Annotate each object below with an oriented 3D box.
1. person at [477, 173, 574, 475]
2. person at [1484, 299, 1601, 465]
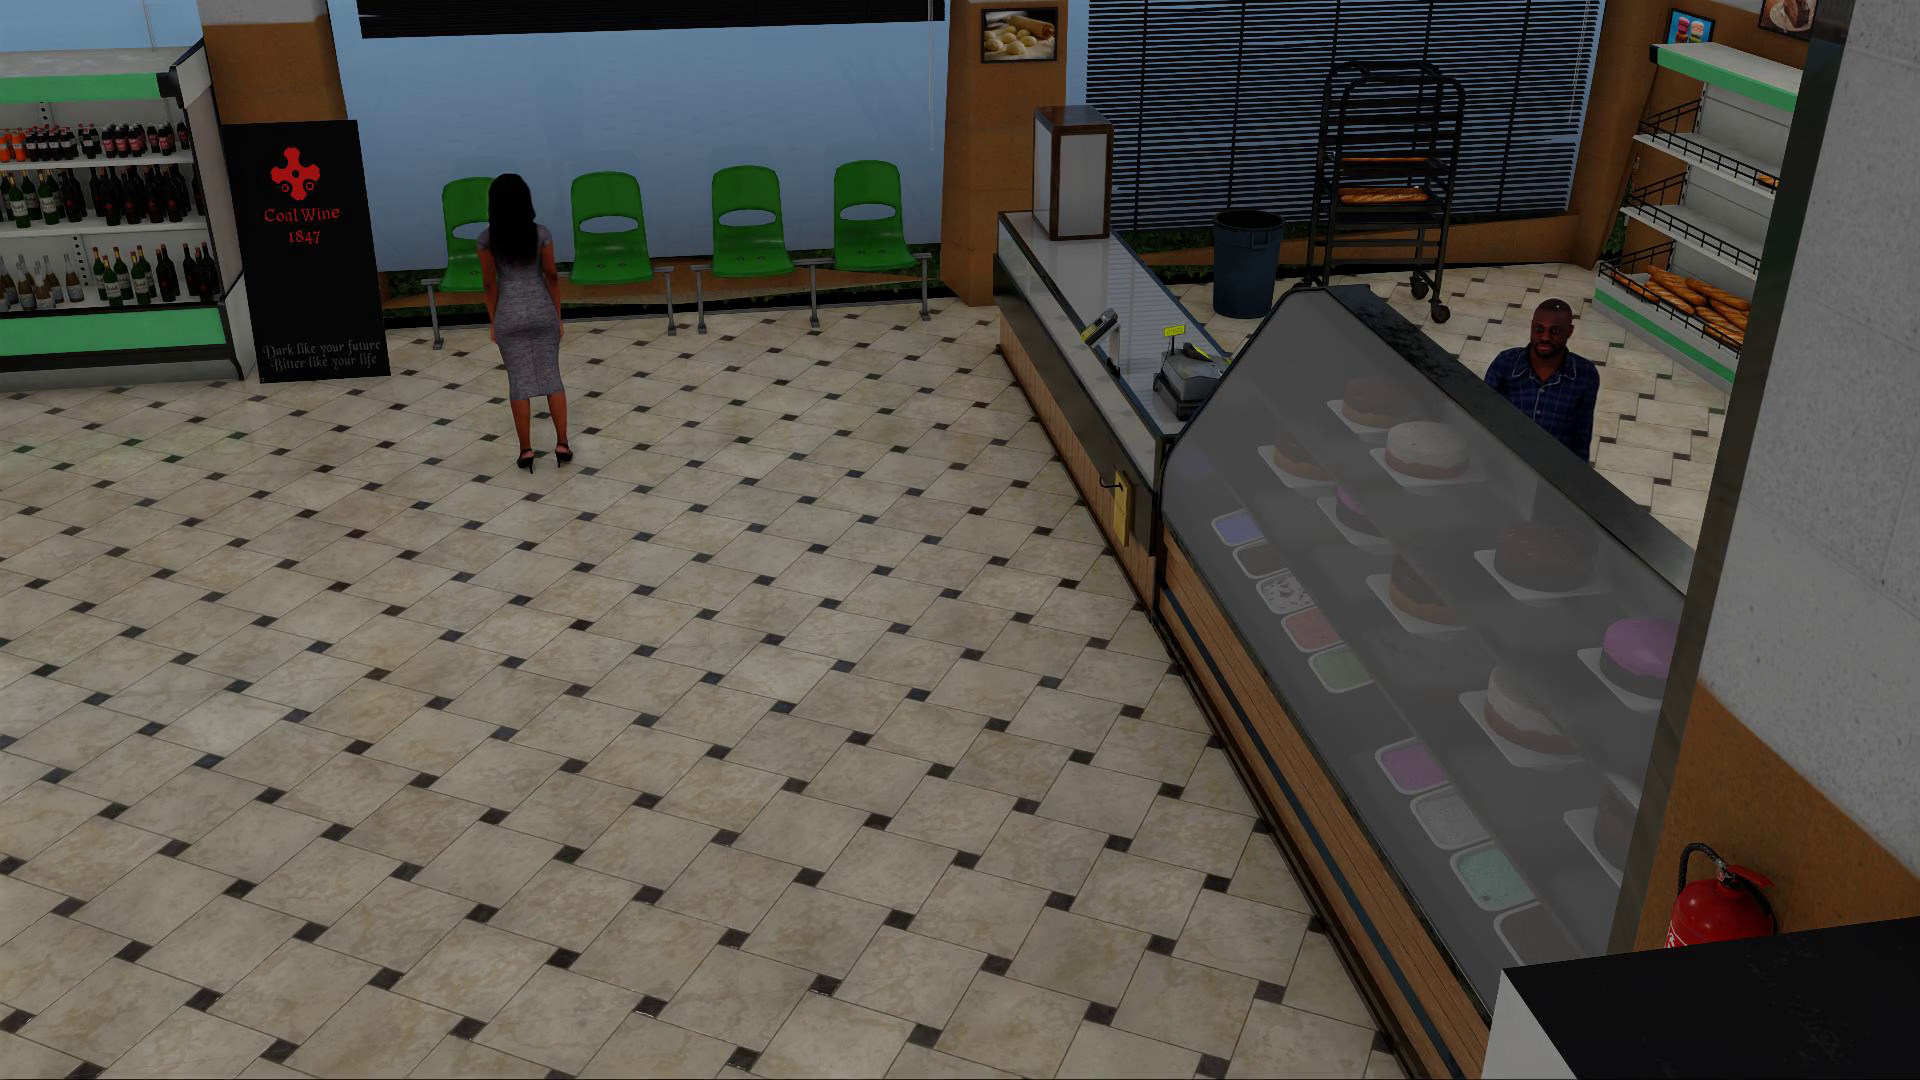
[{"bbox_3d":[-2.506,-1.243,9.626,0.499,1.781,0.672,-9,28,-17],"label":"person"},{"bbox_3d":[2.577,-0.229,7.579,0.730,1.824,0.843,9,28,18],"label":"person"}]
